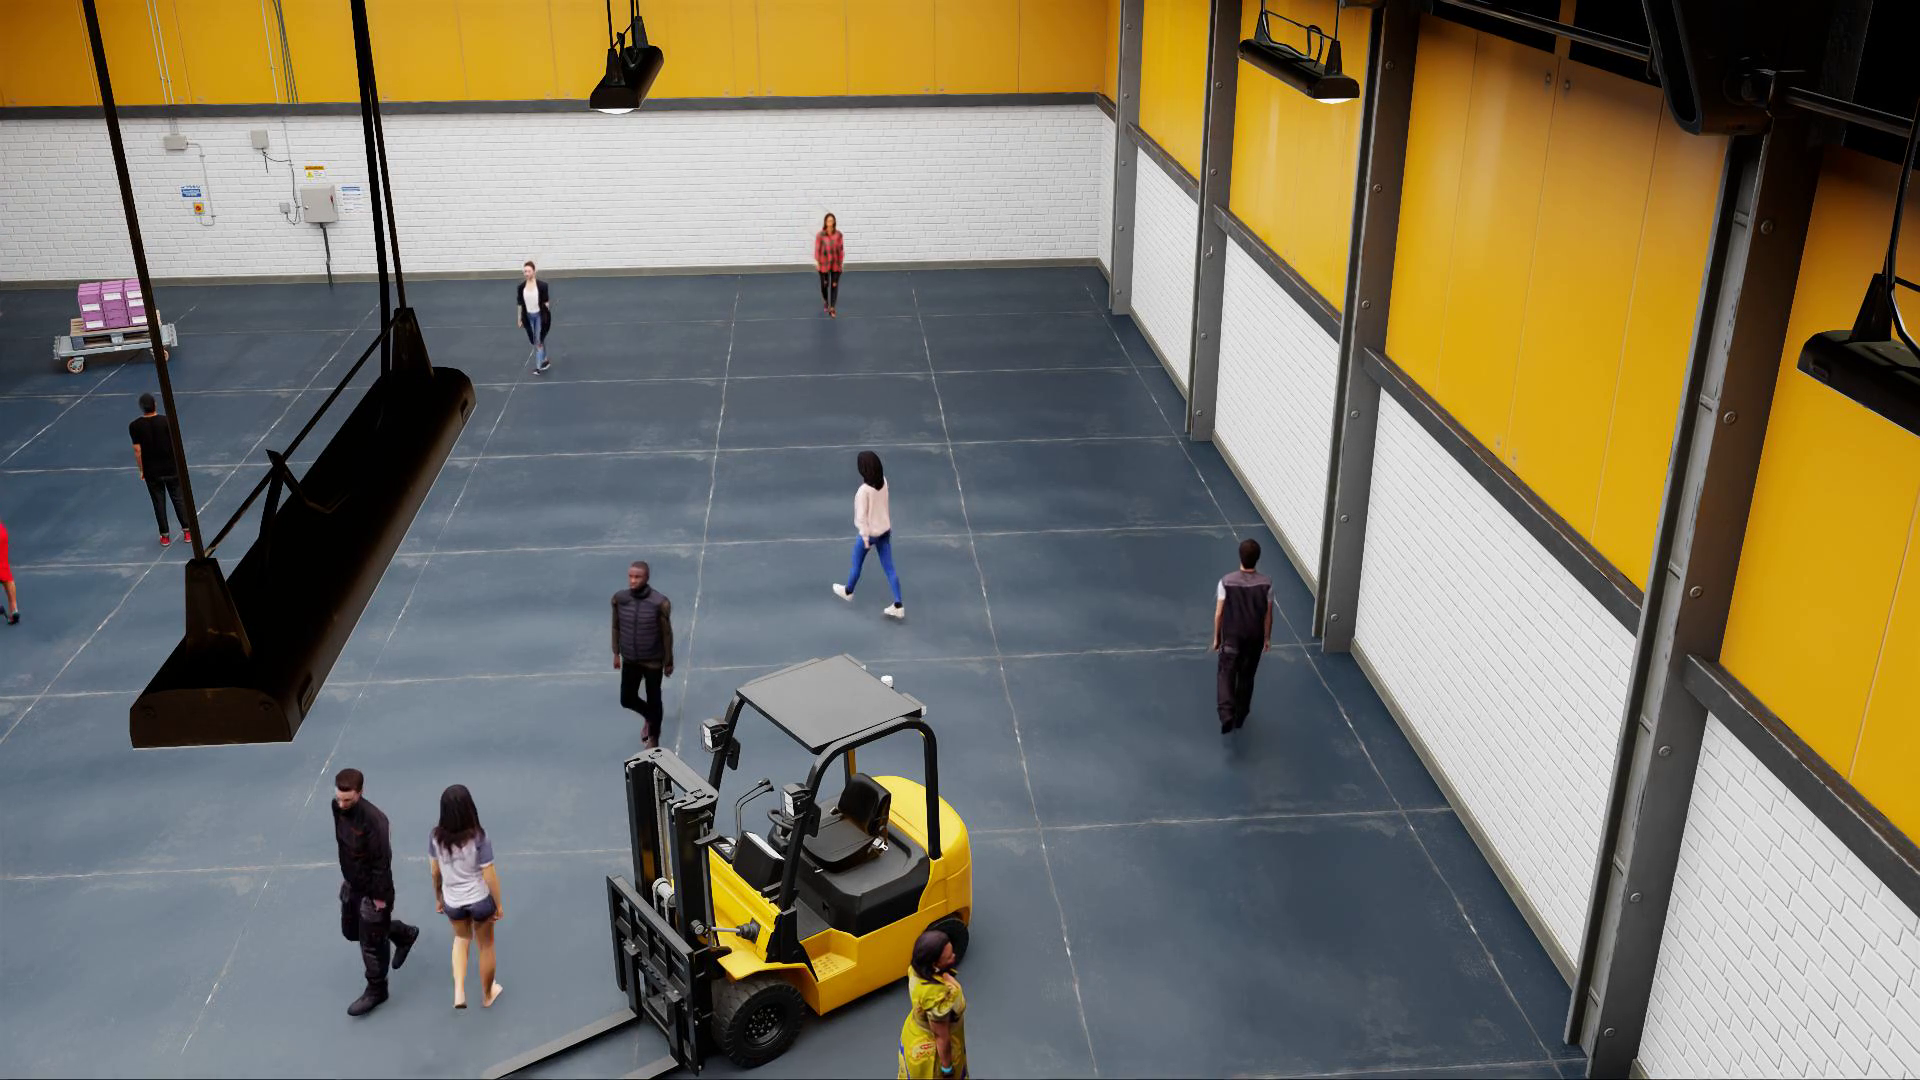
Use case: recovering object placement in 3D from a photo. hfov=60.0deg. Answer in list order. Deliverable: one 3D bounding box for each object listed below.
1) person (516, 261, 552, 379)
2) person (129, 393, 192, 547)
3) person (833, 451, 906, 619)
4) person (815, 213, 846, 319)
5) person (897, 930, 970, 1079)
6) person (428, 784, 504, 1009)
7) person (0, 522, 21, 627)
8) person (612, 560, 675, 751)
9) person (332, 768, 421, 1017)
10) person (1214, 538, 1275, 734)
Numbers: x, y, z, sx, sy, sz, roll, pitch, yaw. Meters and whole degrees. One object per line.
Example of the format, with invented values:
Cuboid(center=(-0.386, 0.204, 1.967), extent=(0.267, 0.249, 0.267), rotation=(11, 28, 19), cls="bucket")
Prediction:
Cuboid(center=(-6.104, -3.210, 24.038), extent=(0.750, 1.643, 1.087), rotation=(1, 24, 3), cls="person")
Cuboid(center=(-8.816, -0.793, 18.367), extent=(0.702, 1.758, 0.692), rotation=(-10, 25, -21), cls="person")
Cuboid(center=(-0.791, -0.016, 16.645), extent=(1.214, 1.714, 1.140), rotation=(20, 30, 38), cls="person")
Cuboid(center=(-2.105, -4.438, 26.785), extent=(0.678, 1.695, 0.695), rotation=(-6, 24, -13), cls="person")
Cuboid(center=(-0.156, 3.003, 9.804), extent=(0.973, 1.660, 0.792), rotation=(-7, 24, -15), cls="person")
Cuboid(center=(-3.291, 2.441, 11.017), extent=(0.661, 1.720, 0.770), rotation=(3, 24, 6), cls="person")
Cuboid(center=(-9.539, 0.061, 16.447), extent=(0.779, 1.732, 0.716), rotation=(13, 27, 27), cls="person")
Cuboid(center=(-2.667, 0.983, 14.216), extent=(0.826, 1.829, 0.851), rotation=(6, 24, 13), cls="person")
Cuboid(center=(-3.925, 2.280, 11.185), extent=(1.018, 1.880, 1.092), rotation=(18, 29, 35), cls="person")
Cuboid(center=(2.456, 0.880, 14.446), extent=(0.782, 1.832, 0.983), rotation=(3, 24, 8), cls="person")
